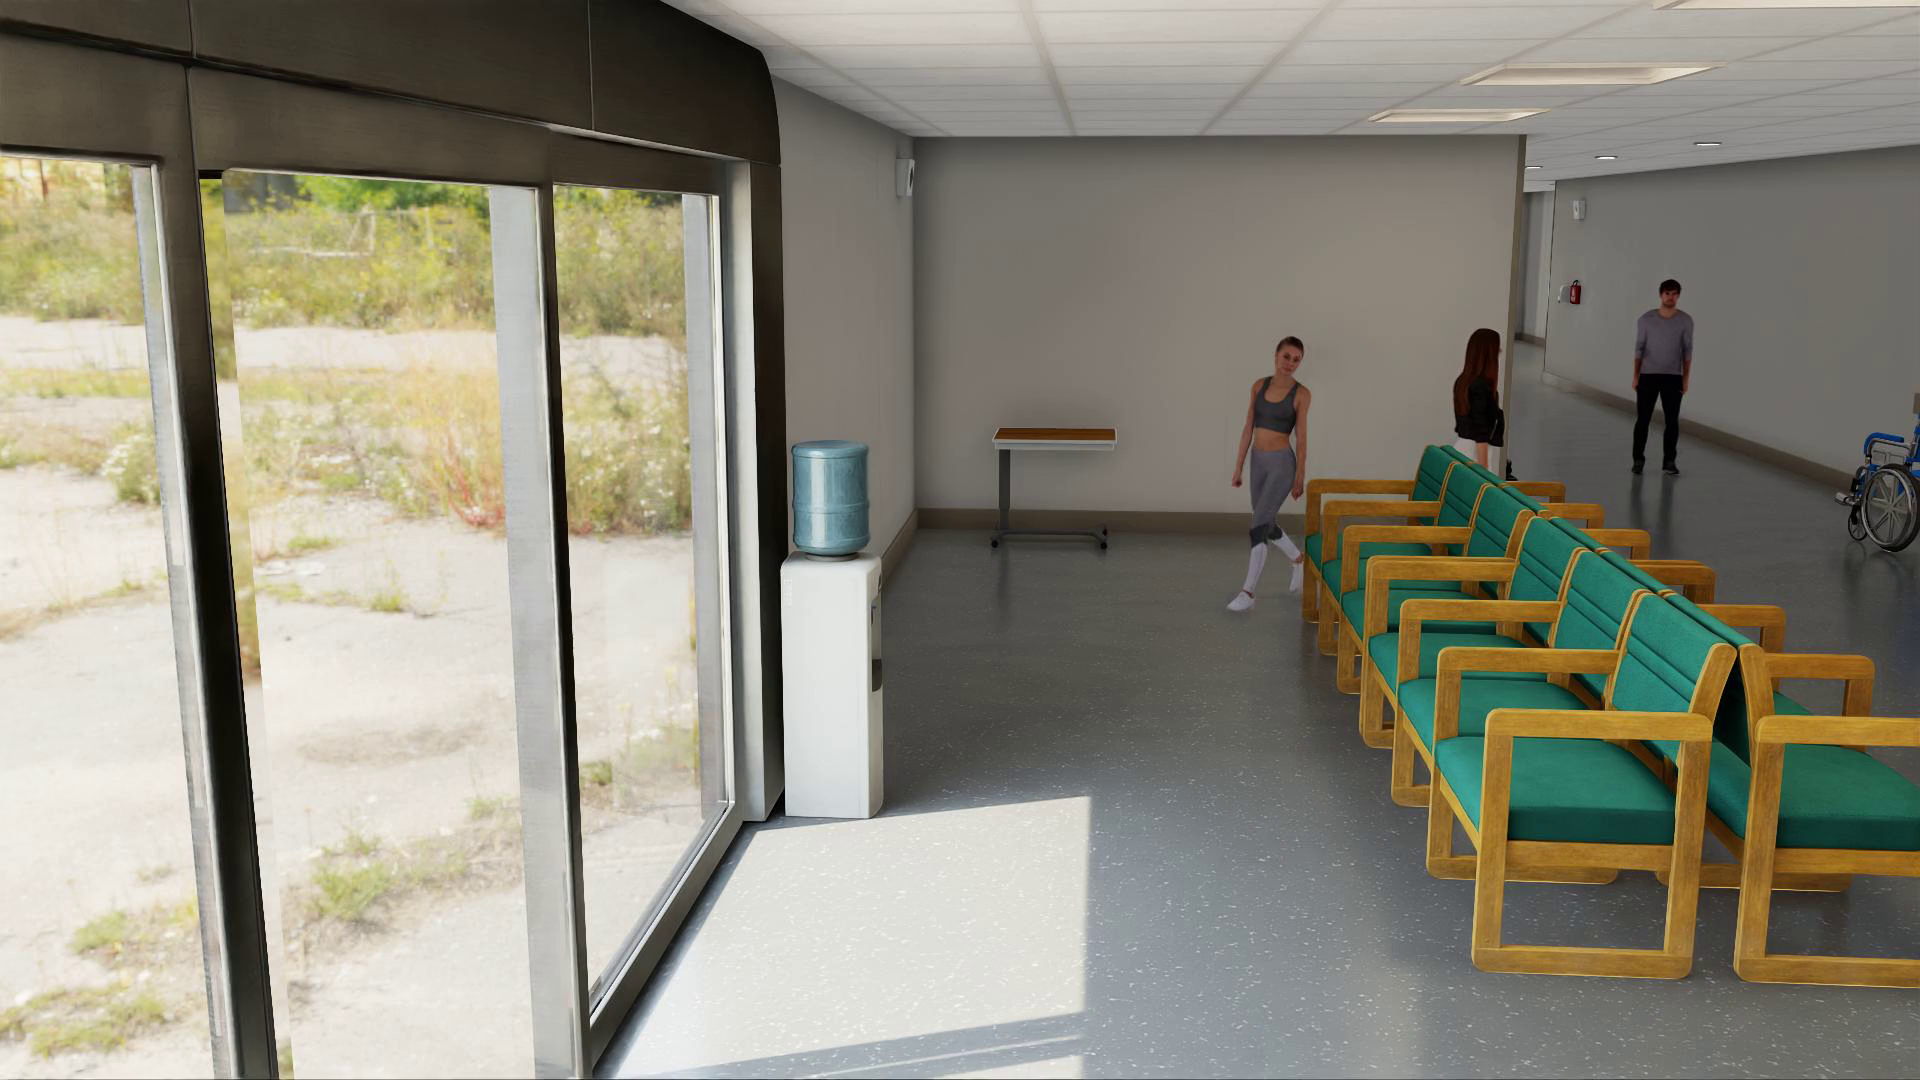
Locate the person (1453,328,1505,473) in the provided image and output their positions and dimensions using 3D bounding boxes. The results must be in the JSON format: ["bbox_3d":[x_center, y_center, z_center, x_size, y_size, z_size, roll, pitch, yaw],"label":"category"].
[{"bbox_3d":[3.290,-0.508,10.684,0.533,1.698,0.603,0,11,1],"label":"person"}]

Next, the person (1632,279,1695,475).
[{"bbox_3d":[6.661,-1.547,15.781,0.580,1.839,0.773,4,11,20],"label":"person"}]

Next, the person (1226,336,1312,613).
[{"bbox_3d":[1.960,-0.396,10.179,1.101,1.665,1.071,-9,14,-39],"label":"person"}]
